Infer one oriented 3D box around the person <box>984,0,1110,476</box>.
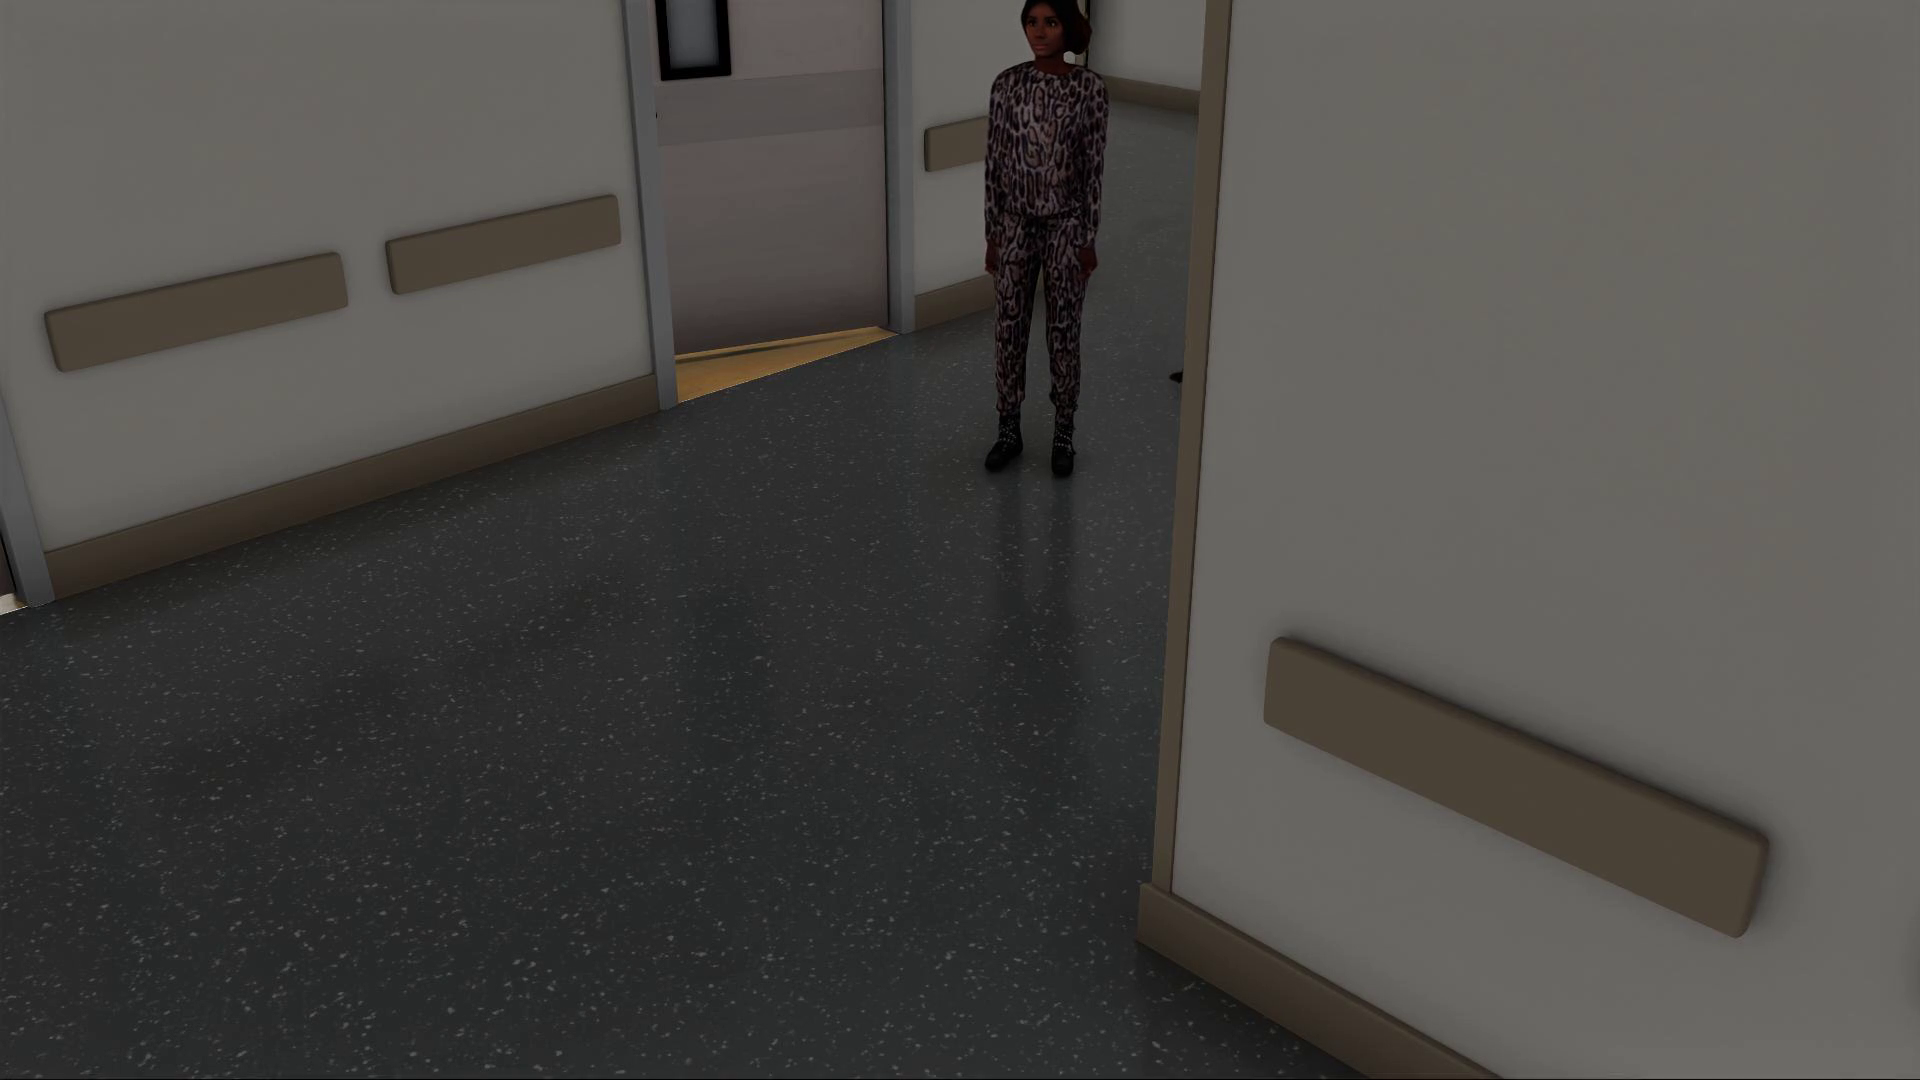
[{"bbox_3d":[0.294,-1.069,5.869,0.676,1.713,0.709,7,27,14],"label":"person"}]
